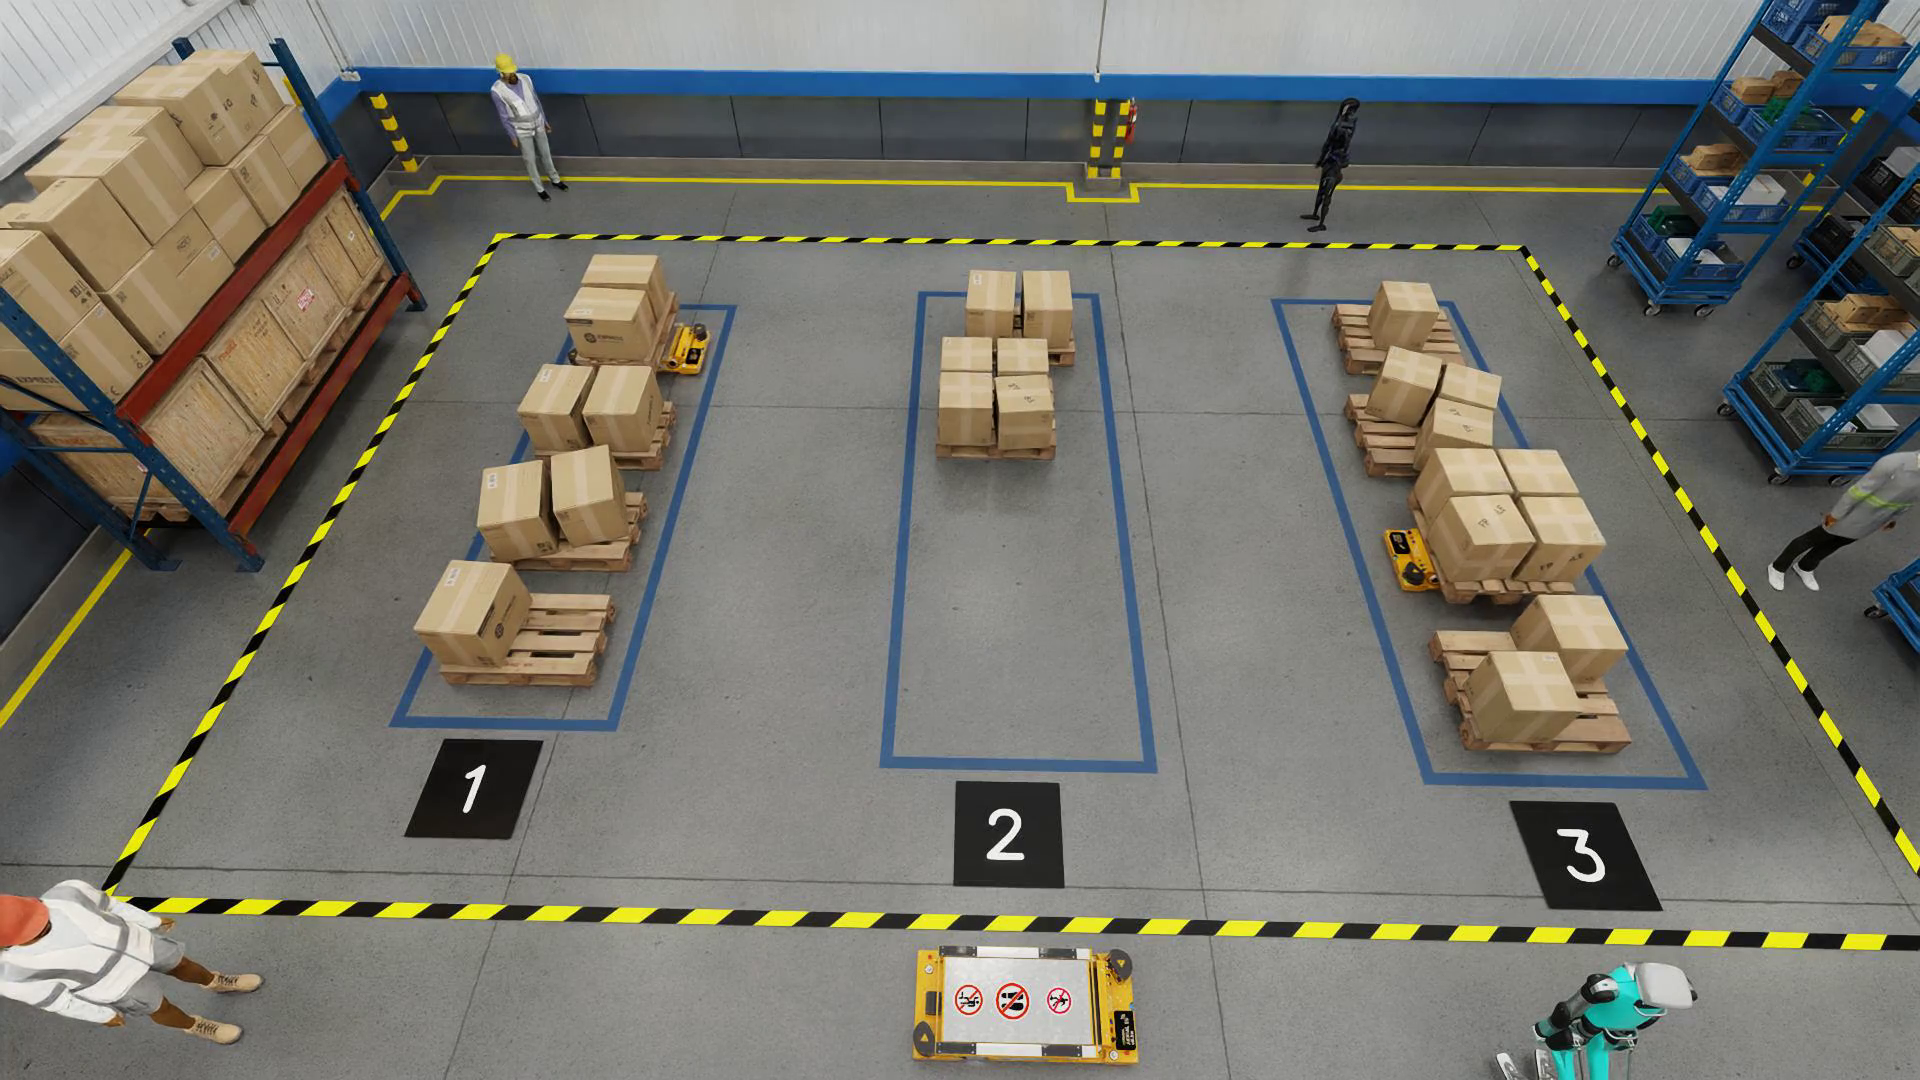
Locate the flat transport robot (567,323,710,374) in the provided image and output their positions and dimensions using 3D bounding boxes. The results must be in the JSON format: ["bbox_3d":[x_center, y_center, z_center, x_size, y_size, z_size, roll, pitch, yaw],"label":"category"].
[{"bbox_3d":[-3.579,-2.149,10.220,1.431,0.197,0.652,1,51,1],"label":"flat transport robot"}]

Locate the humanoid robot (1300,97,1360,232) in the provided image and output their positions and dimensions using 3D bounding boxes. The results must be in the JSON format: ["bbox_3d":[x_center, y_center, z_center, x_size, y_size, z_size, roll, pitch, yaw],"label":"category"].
[{"bbox_3d":[4.606,-4.638,11.348,0.315,1.657,0.599,-1,51,0],"label":"humanoid robot"}]

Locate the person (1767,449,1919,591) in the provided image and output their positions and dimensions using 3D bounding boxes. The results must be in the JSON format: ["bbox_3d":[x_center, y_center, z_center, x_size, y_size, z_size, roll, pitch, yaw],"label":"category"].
[{"bbox_3d":[7.576,-0.217,7.641,0.587,1.853,0.389,3,51,2],"label":"person"}]

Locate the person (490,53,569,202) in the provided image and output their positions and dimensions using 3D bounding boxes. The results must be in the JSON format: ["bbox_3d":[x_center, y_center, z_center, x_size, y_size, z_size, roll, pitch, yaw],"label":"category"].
[{"bbox_3d":[-5.559,-5.315,11.809,0.404,1.831,0.598,29,56,21],"label":"person"}]

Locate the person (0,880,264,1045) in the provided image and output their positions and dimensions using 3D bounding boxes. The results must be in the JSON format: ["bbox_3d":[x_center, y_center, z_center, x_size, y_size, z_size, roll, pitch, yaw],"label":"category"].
[{"bbox_3d":[-4.845,2.470,5.329,0.377,2.041,0.615,-1,51,-1],"label":"person"}]

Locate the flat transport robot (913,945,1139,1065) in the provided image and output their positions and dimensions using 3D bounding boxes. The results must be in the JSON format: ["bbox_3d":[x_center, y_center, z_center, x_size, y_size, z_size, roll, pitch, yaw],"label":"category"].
[{"bbox_3d":[0.422,3.041,6.007,1.431,0.231,0.659,1,51,1],"label":"flat transport robot"}]

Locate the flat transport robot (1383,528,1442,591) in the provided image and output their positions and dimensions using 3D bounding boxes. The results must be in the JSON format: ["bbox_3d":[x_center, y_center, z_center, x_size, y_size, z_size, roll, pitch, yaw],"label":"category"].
[{"bbox_3d":[4.686,0.155,8.342,1.431,0.197,0.652,1,51,1],"label":"flat transport robot"}]

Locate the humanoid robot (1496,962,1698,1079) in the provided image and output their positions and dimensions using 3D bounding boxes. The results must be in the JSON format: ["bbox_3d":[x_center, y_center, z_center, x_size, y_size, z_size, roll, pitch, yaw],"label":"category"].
[{"bbox_3d":[3.555,2.907,5.082,0.533,1.677,0.735,0,51,0],"label":"humanoid robot"}]
